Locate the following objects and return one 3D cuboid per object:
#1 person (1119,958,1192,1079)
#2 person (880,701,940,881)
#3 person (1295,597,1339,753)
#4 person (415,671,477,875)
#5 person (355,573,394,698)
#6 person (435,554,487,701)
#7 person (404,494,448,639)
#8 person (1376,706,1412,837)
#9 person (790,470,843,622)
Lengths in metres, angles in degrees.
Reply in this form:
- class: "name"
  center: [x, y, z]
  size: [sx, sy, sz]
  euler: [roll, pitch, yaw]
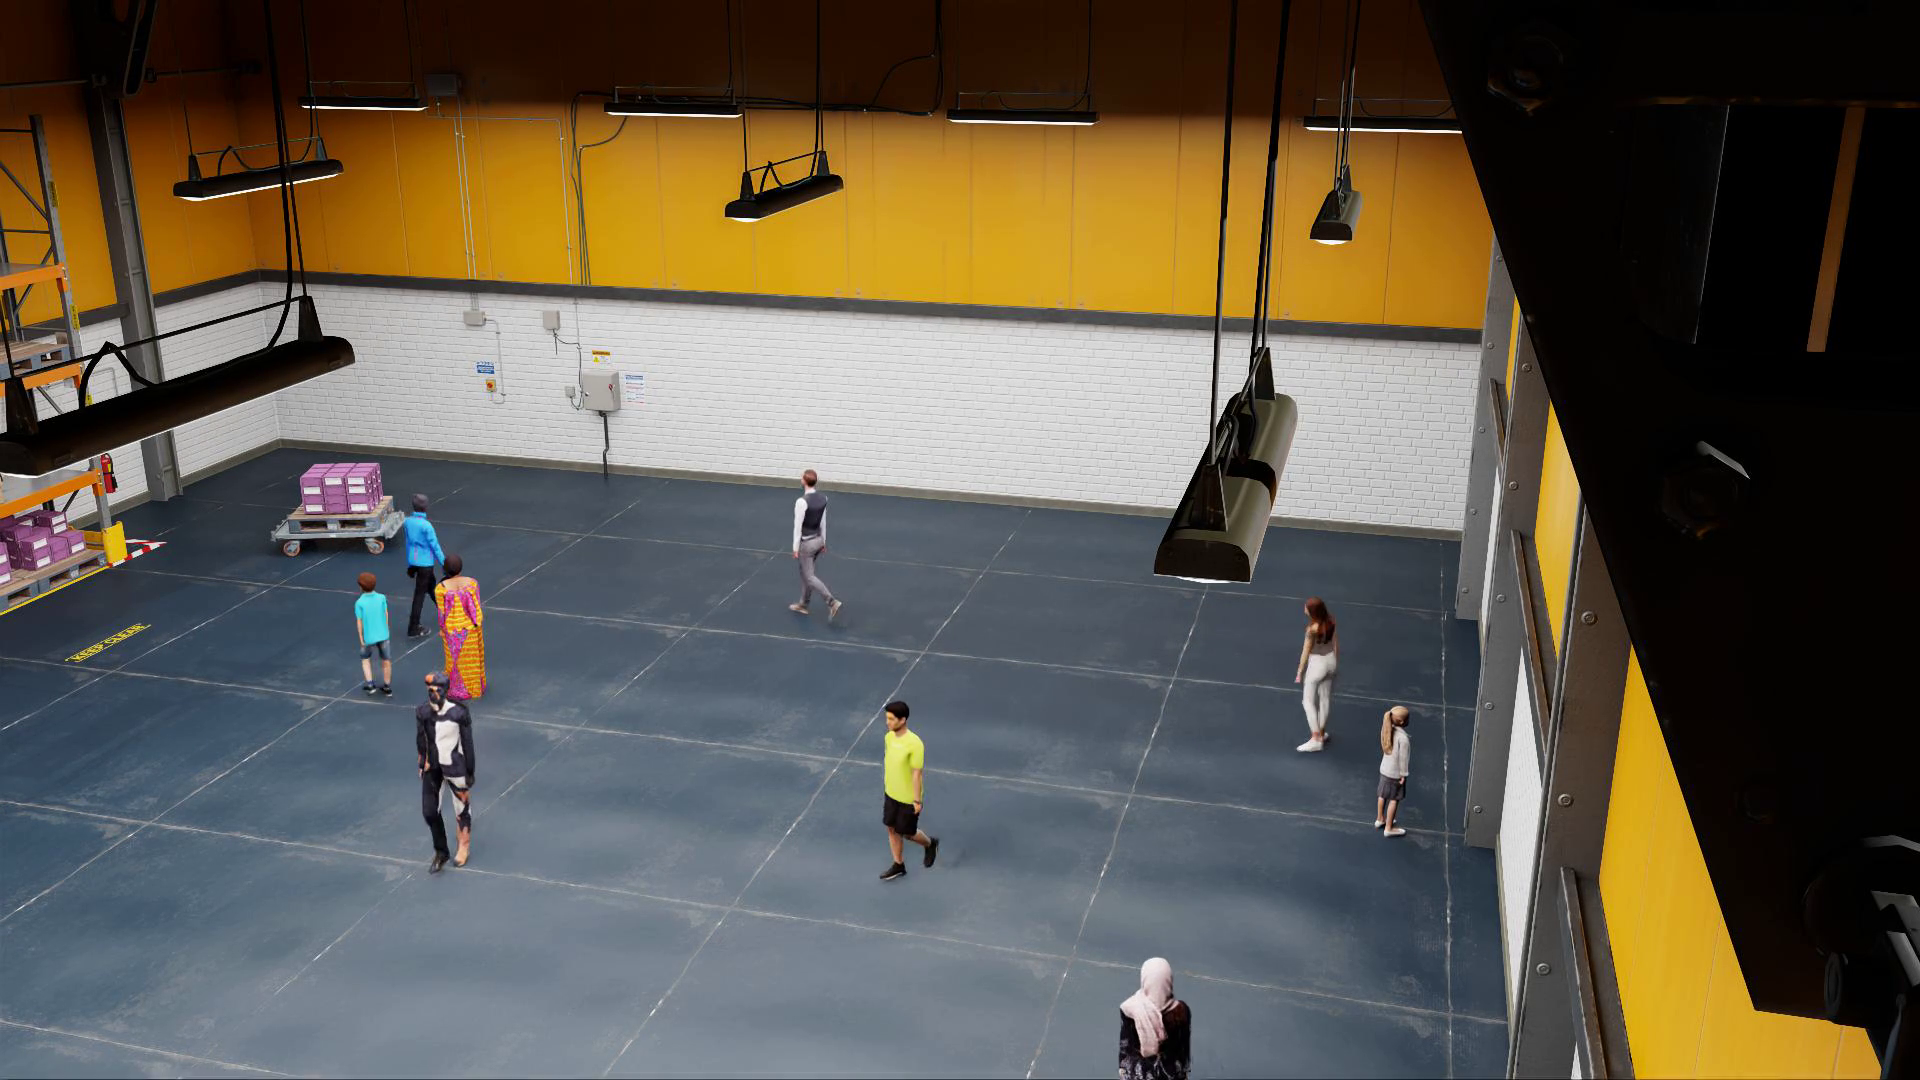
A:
- class: "person"
  center: [1.284, 3.519, 10.868]
  size: [0.735, 1.623, 0.777]
  euler: [-3, 19, -9]
- class: "person"
  center: [-0.450, 2.198, 14.683]
  size: [0.938, 1.692, 0.844]
  euler: [-17, 25, -41]
- class: "person"
  center: [3.769, 1.348, 17.222]
  size: [0.782, 1.682, 0.866]
  euler: [-7, 20, -19]
- class: "person"
  center: [-4.568, 2.018, 14.922]
  size: [0.774, 1.881, 0.779]
  euler: [1, 19, 4]
- class: "person"
  center: [-6.460, 1.067, 18.444]
  size: [0.675, 1.435, 0.732]
  euler: [-13, 23, -34]
- class: "person"
  center: [-5.563, 0.922, 18.482]
  size: [0.779, 1.686, 0.839]
  euler: [-11, 21, -29]
- class: "person"
  center: [-6.583, 0.346, 20.080]
  size: [0.928, 1.758, 1.177]
  euler: [15, 24, 38]
- class: "person"
  center: [4.049, 2.134, 15.528]
  size: [0.653, 1.275, 0.579]
  euler: [-6, 19, -17]
- class: "person"
  center: [-1.803, 0.082, 20.625]
  size: [0.989, 1.910, 1.156]
  euler: [13, 23, 34]
